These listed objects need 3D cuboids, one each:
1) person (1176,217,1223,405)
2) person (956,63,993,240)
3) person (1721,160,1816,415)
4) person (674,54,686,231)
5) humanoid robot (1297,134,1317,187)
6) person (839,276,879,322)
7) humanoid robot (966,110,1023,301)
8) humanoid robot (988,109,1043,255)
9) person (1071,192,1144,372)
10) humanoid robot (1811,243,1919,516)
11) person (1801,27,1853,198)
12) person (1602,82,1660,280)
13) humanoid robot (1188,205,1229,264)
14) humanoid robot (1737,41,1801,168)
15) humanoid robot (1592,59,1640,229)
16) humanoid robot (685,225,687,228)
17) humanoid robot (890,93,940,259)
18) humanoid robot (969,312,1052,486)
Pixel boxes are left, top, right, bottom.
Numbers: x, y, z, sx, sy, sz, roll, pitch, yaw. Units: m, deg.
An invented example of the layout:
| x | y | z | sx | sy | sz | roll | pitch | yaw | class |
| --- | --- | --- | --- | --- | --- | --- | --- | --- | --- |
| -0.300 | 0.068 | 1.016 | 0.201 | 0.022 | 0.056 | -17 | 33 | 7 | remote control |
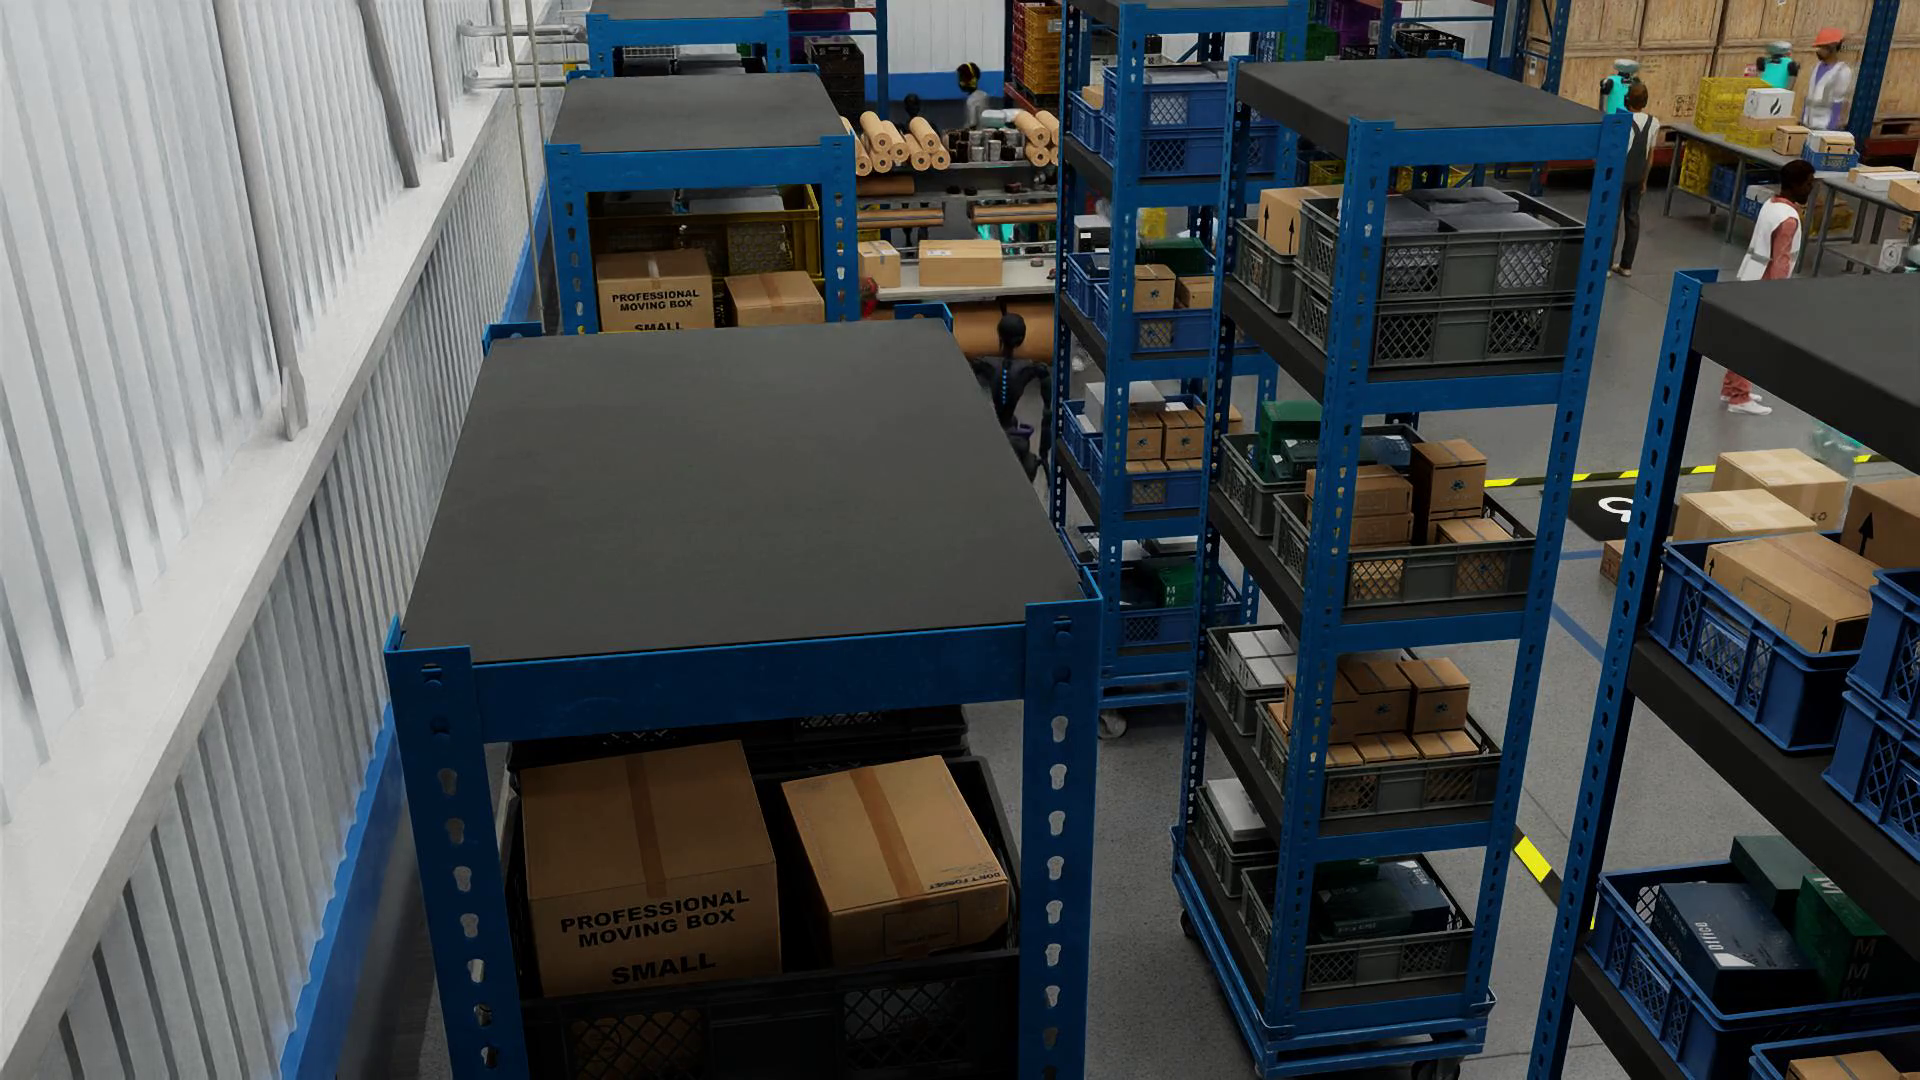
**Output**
| x | y | z | sx | sy | sz | roll | pitch | yaw | class |
| --- | --- | --- | --- | --- | --- | --- | --- | --- | --- |
| 1.611 | -1.272 | 11.169 | 0.398 | 1.851 | 0.593 | -4 | 25 | -9 | person |
| 0.158 | -3.921 | 16.943 | 0.391 | 1.847 | 0.615 | 7 | 26 | 14 | person |
| 6.025 | -1.890 | 12.448 | 0.390 | 1.909 | 0.590 | 6 | 25 | 12 | person |
| -2.803 | -4.134 | 17.395 | 0.503 | 1.855 | 0.342 | 18 | 30 | 34 | person |
| 3.879 | -4.494 | 18.435 | 0.519 | 1.655 | 0.613 | 8 | 26 | 18 | humanoid robot |
| -0.669 | -0.706 | 9.999 | 0.709 | 1.785 | 0.932 | 5 | 25 | 11 | person |
| 0.319 | -2.882 | 14.748 | 0.540 | 1.755 | 0.688 | -2 | 25 | -4 | humanoid robot |
| 0.487 | -3.066 | 15.297 | 0.537 | 1.854 | 0.748 | -1 | 25 | -3 | humanoid robot |
| 1.250 | -2.200 | 13.381 | 0.474 | 1.685 | 0.896 | 17 | 30 | 32 | person |
| 5.889 | -0.983 | 10.788 | 0.771 | 1.863 | 0.546 | -5 | 25 | -12 | humanoid robot |
| 9.364 | -4.529 | 18.068 | 0.684 | 2.009 | 0.596 | -5 | 25 | -12 | person |
| 6.306 | -3.399 | 15.800 | 0.504 | 1.846 | 0.350 | -6 | 25 | -12 | person |
| 1.920 | -2.074 | 13.123 | 0.461 | 1.644 | 0.591 | 15 | 29 | 29 | humanoid robot |
| 8.942 | -4.682 | 18.753 | 0.873 | 1.790 | 0.554 | -11 | 27 | -23 | humanoid robot |
| 6.985 | -4.051 | 17.483 | 0.546 | 1.910 | 0.706 | -15 | 29 | -29 | humanoid robot |
| -1.880 | -2.330 | 13.621 | 0.530 | 1.786 | 0.789 | 20 | 32 | 37 | humanoid robot |
| -0.456 | -3.563 | 16.410 | 0.612 | 1.638 | 0.747 | -1 | 25 | -3 | humanoid robot |
| 0.248 | -0.517 | 9.736 | 0.589 | 1.650 | 0.360 | 4 | 25 | 8 | humanoid robot |
